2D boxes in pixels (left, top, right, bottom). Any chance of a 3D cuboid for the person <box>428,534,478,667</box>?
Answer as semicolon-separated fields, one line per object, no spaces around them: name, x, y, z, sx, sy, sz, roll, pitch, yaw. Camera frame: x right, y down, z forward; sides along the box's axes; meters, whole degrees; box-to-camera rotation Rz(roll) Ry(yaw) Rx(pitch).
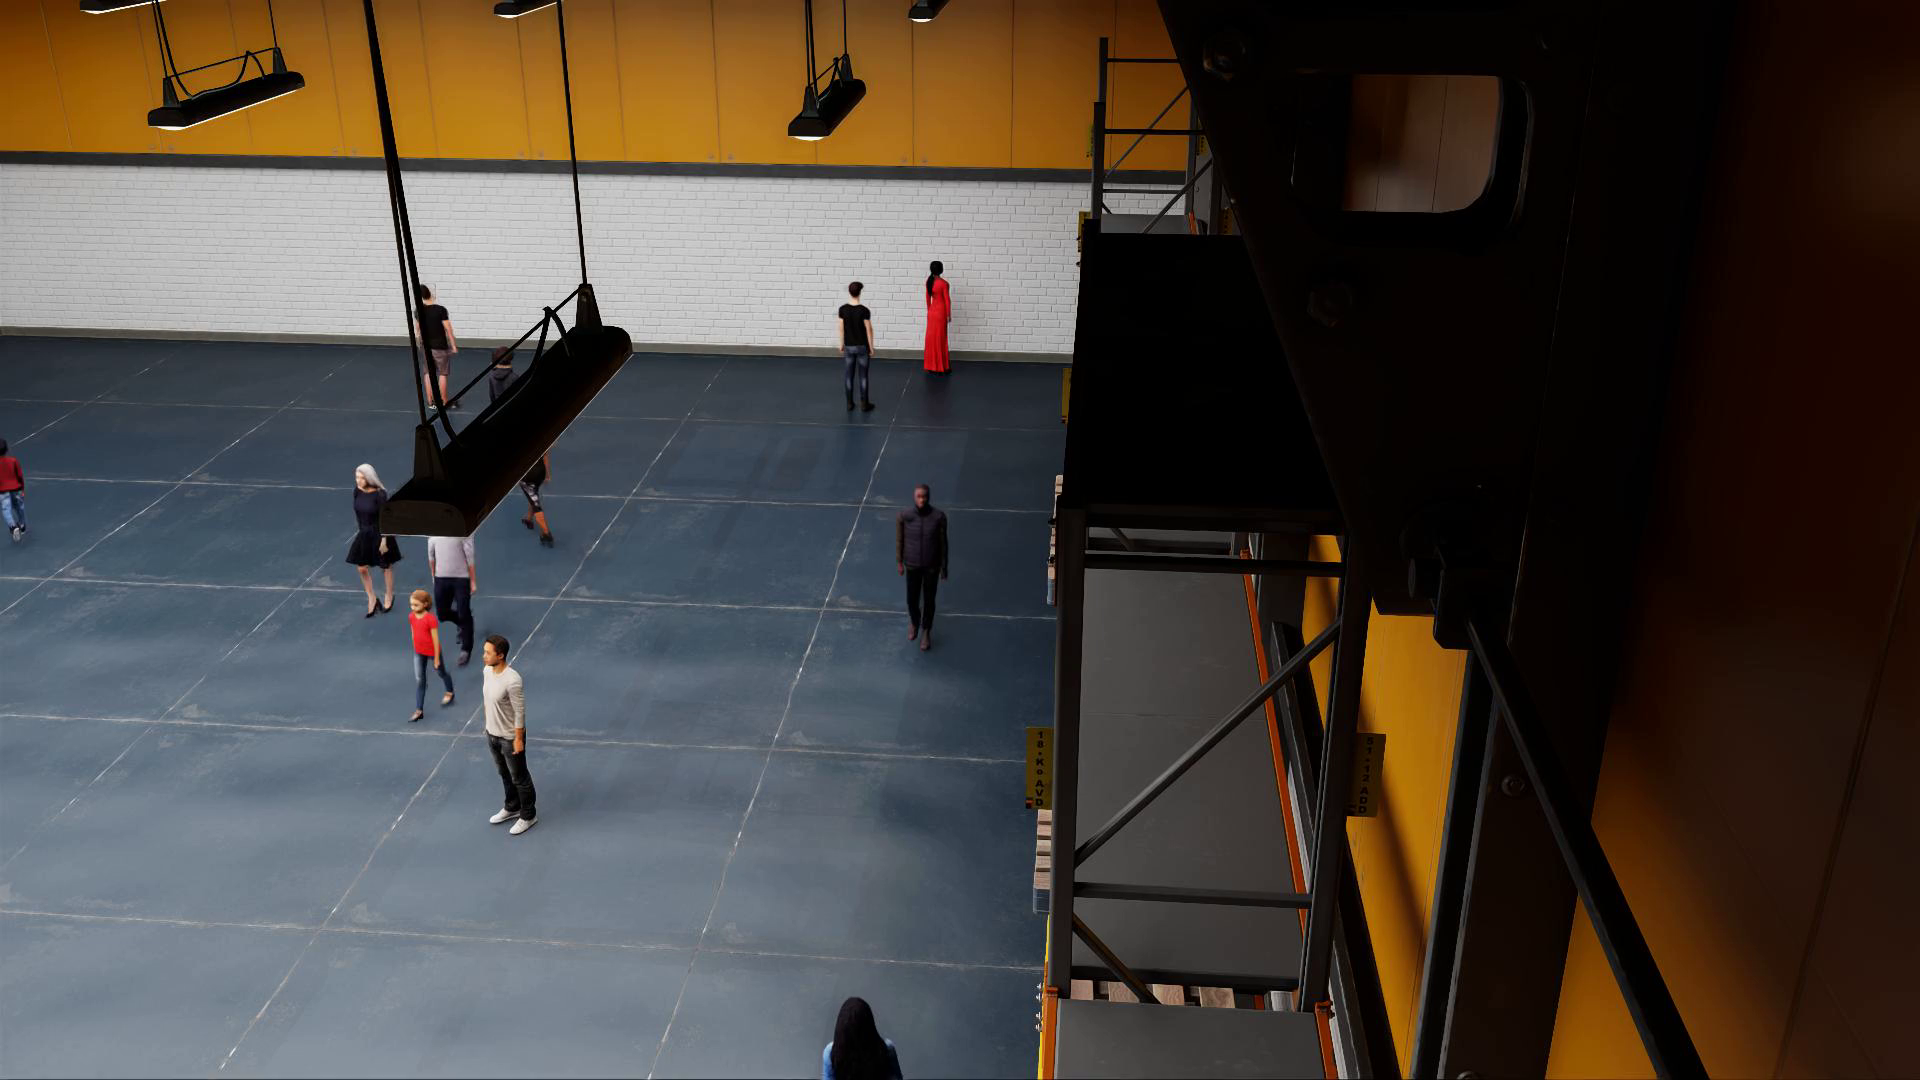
person;-5.100;0.353;16.916;0.708;1.828;0.840;4;24;9

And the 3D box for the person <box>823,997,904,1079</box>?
person;-0.565;3.522;9.873;0.646;1.663;1.198;1;24;2

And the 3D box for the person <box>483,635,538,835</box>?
person;-3.821;1.613;14.052;0.737;1.812;0.757;19;30;37

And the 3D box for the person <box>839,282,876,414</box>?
person;-1.501;-2.791;24.023;0.717;1.895;0.614;6;24;14

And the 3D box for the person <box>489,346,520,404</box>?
person;-5.828;-1.642;21.539;0.629;1.781;0.603;3;24;8

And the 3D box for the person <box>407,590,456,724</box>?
person;-5.062;1.063;15.978;0.643;1.278;0.932;8;25;17

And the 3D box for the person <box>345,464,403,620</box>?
person;-6.244;-0.029;17.905;0.686;1.735;0.772;8;25;17

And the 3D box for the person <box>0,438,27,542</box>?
person;-11.325;-0.593;19.809;0.779;1.244;0.850;-17;29;-34

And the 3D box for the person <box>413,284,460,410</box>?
person;-7.626;-2.805;24.107;0.692;1.854;0.568;6;24;14

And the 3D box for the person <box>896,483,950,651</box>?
person;-0.374;0.237;17.184;0.715;1.825;0.696;0;24;0

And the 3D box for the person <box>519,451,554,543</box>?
person;-5.047;-0.738;19.672;1.042;1.618;1.108;-18;29;-35

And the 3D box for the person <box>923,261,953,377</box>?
person;-0.357;-3.424;25.612;0.744;1.783;0.783;20;30;37
